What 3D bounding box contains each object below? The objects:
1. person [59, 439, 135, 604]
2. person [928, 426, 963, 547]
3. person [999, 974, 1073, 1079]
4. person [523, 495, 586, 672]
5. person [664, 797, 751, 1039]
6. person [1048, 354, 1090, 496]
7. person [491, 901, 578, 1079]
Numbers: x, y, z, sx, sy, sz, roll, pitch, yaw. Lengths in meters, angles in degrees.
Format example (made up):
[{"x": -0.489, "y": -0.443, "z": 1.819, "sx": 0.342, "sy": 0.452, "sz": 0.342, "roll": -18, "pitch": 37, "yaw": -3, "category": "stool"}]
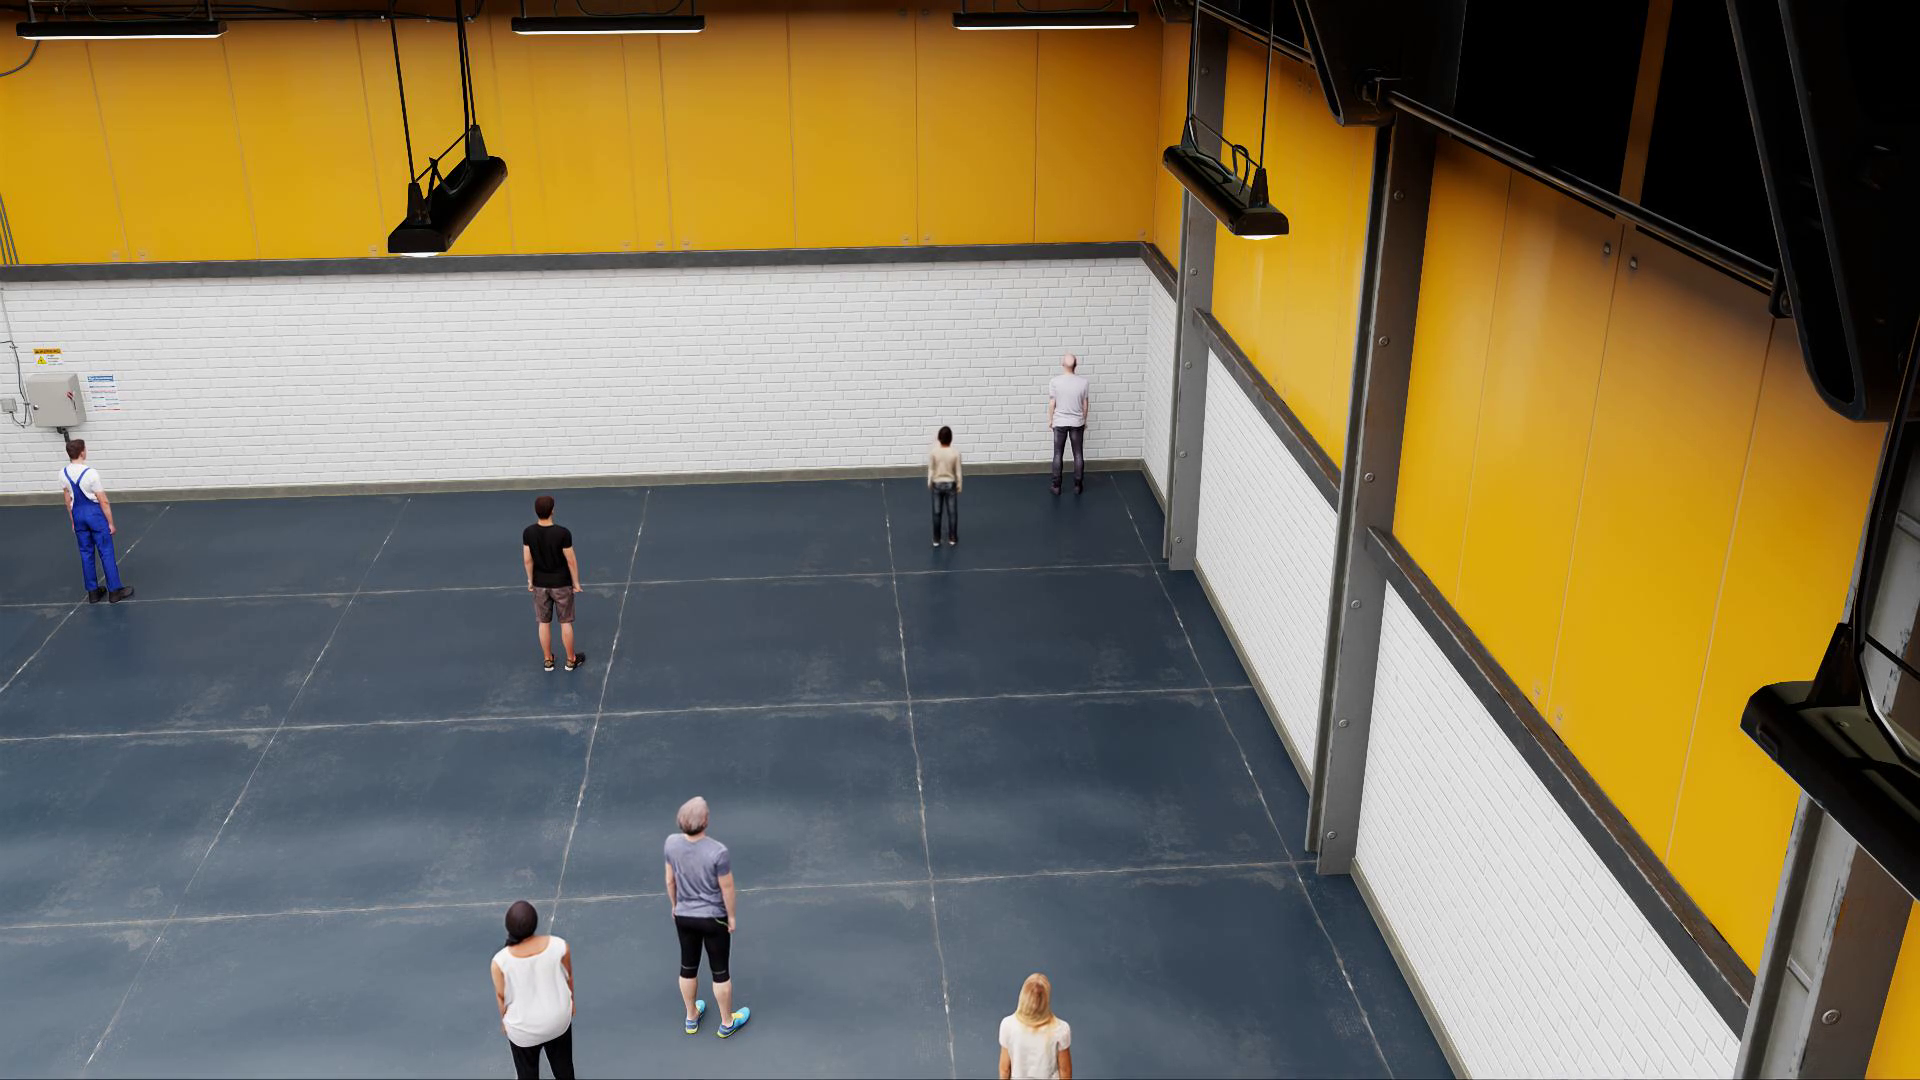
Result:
[{"x": -9.451, "y": -0.214, "z": 18.059, "sx": 0.661, "sy": 1.849, "sz": 0.616, "roll": 2, "pitch": 24, "yaw": 3, "category": "person"}, {"x": -0.204, "y": -0.620, "z": 19.471, "sx": 0.573, "sy": 1.462, "sz": 0.566, "roll": 0, "pitch": 24, "yaw": 0, "category": "person"}, {"x": 0.451, "y": 3.351, "z": 9.954, "sx": 0.631, "sy": 1.809, "sz": 0.565, "roll": 3, "pitch": 24, "yaw": 6, "category": "person"}, {"x": -4.080, "y": 0.425, "z": 16.583, "sx": 0.707, "sy": 1.860, "sz": 0.594, "roll": 1, "pitch": 24, "yaw": 1, "category": "person"}, {"x": -1.787, "y": 2.613, "z": 11.543, "sx": 0.731, "sy": 1.888, "sz": 0.717, "roll": 7, "pitch": 25, "yaw": 16, "category": "person"}, {"x": 1.362, "y": -1.463, "z": 20.937, "sx": 0.653, "sy": 1.832, "sz": 0.580, "roll": -1, "pitch": 24, "yaw": -2, "category": "person"}, {"x": -2.754, "y": 3.050, "z": 10.794, "sx": 0.729, "sy": 1.688, "sz": 0.715, "roll": -10, "pitch": 26, "yaw": -22, "category": "person"}]
